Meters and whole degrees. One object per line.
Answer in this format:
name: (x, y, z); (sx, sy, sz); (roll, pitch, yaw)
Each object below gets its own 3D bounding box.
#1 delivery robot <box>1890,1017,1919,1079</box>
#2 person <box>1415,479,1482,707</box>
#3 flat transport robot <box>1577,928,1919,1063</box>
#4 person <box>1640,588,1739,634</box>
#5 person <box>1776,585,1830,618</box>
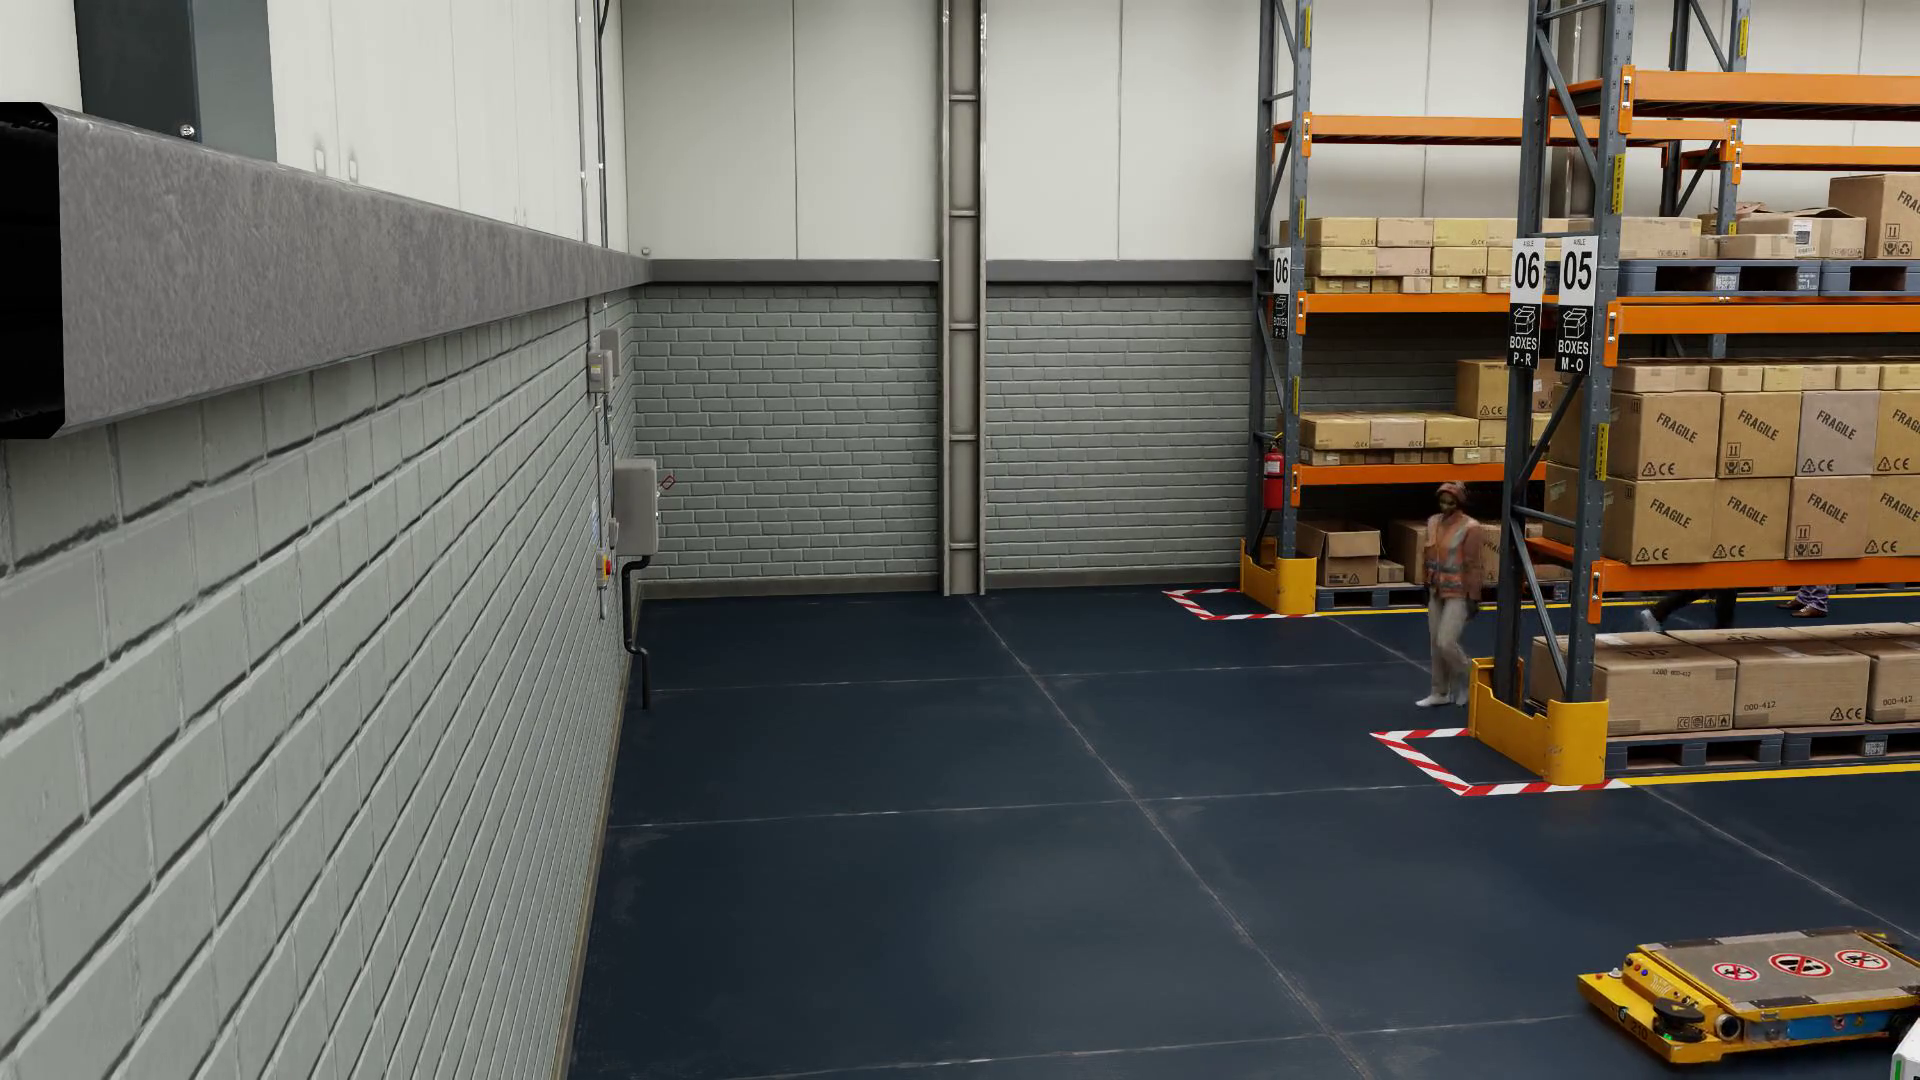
delivery robot: (3.468, 1.791, 5.733); (0.477, 0.478, 0.707); (8, 12, 41)
person: (3.342, 0.381, 11.409); (0.362, 1.621, 0.600); (-4, 10, -22)
flat transport robot: (3.325, 1.819, 6.723); (1.431, 0.197, 0.652); (-2, 9, -11)
person: (5.899, -0.032, 13.156); (0.791, 1.897, 0.595); (2, 9, 10)
person: (7.477, -0.273, 14.593); (0.409, 1.907, 0.651); (2, 9, 10)
